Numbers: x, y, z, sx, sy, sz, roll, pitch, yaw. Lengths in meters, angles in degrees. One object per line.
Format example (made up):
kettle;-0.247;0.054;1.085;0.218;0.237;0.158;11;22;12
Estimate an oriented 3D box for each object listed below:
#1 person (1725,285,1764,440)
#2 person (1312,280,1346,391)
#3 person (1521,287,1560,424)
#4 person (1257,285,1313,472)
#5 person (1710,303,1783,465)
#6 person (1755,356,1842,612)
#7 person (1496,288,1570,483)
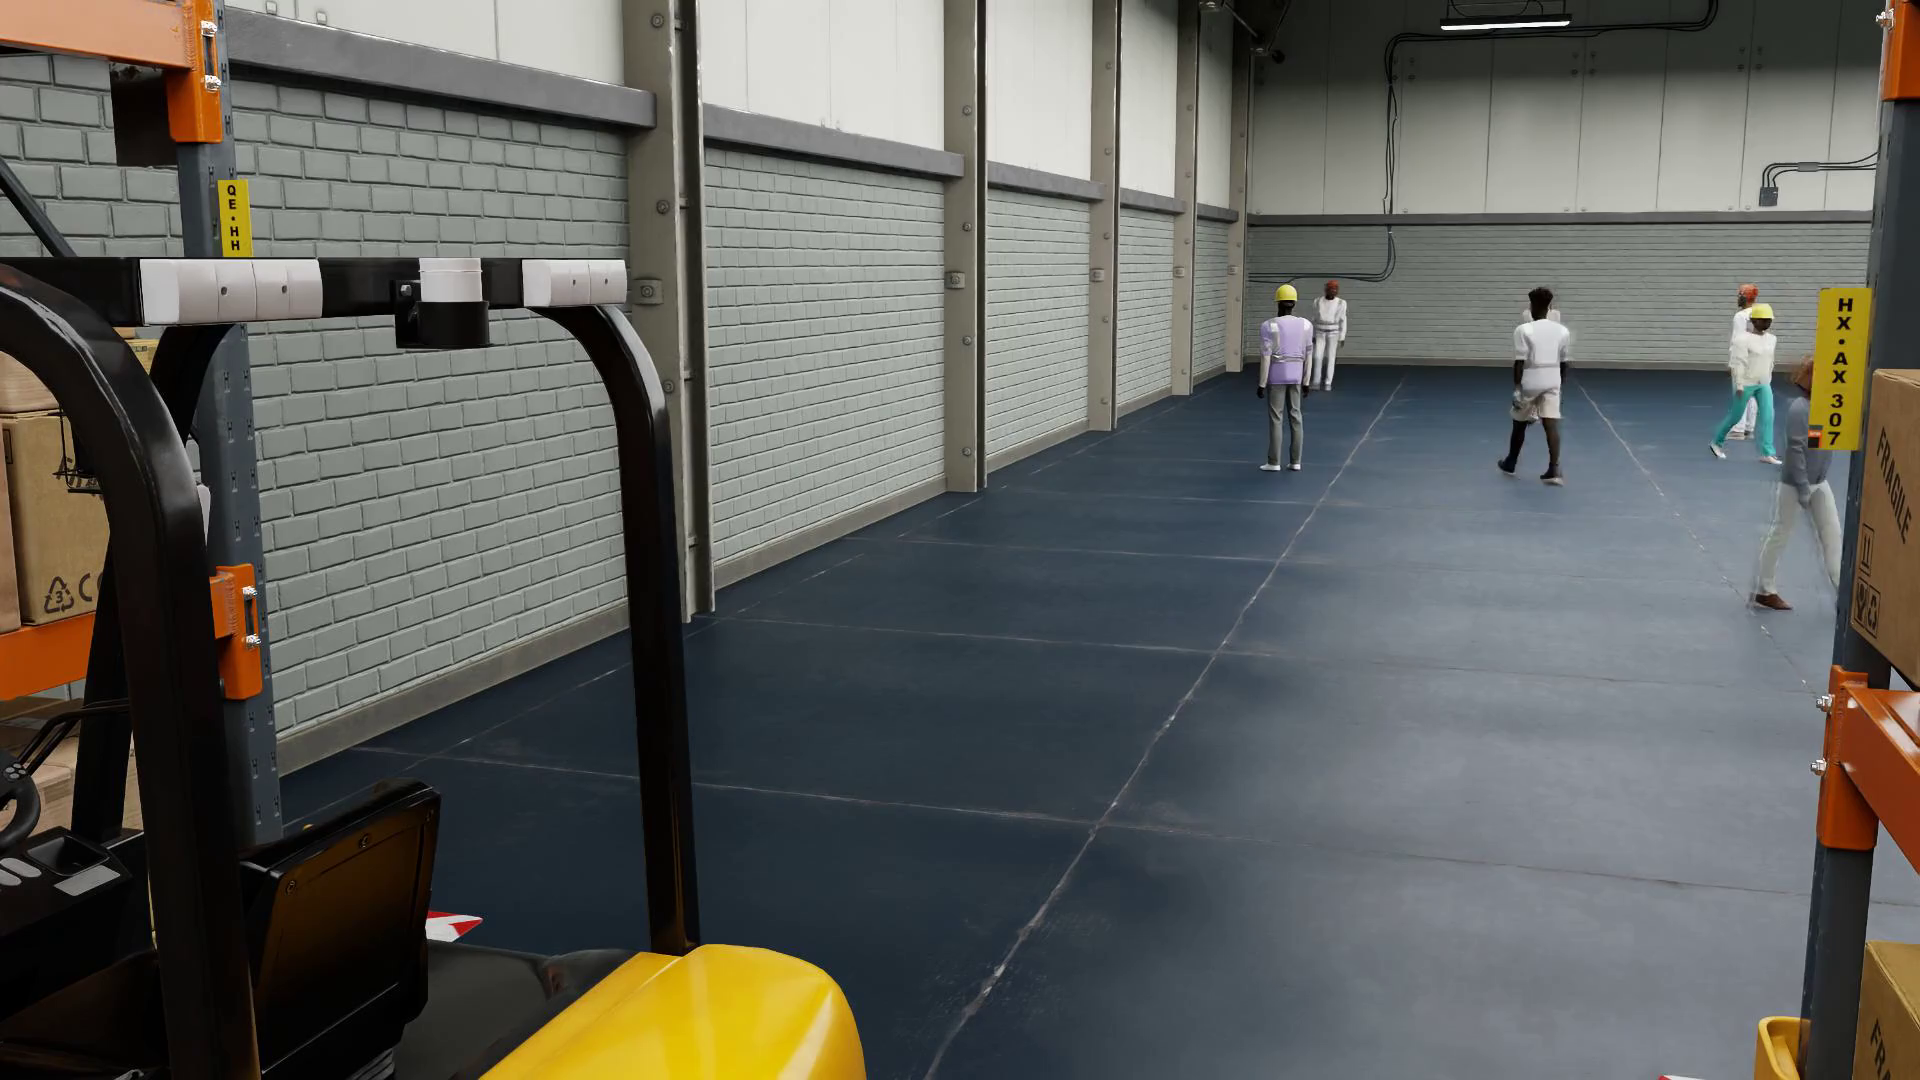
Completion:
person;9.560;-2.161;20.281;0.573;1.883;0.353;-7;12;-34
person;6.177;-3.416;27.836;0.596;1.848;0.518;4;10;23
person;7.718;-2.441;22.159;0.497;1.818;0.969;3;10;15
person;3.339;-1.660;17.162;0.595;1.925;0.371;-3;10;-17
person;8.566;-1.707;18.051;0.536;1.732;0.878;-3;10;-17
person;5.255;-0.317;10.113;0.528;1.595;0.801;-6;11;-33
person;5.715;-1.534;16.464;0.625;1.909;1.025;-2;10;-10
